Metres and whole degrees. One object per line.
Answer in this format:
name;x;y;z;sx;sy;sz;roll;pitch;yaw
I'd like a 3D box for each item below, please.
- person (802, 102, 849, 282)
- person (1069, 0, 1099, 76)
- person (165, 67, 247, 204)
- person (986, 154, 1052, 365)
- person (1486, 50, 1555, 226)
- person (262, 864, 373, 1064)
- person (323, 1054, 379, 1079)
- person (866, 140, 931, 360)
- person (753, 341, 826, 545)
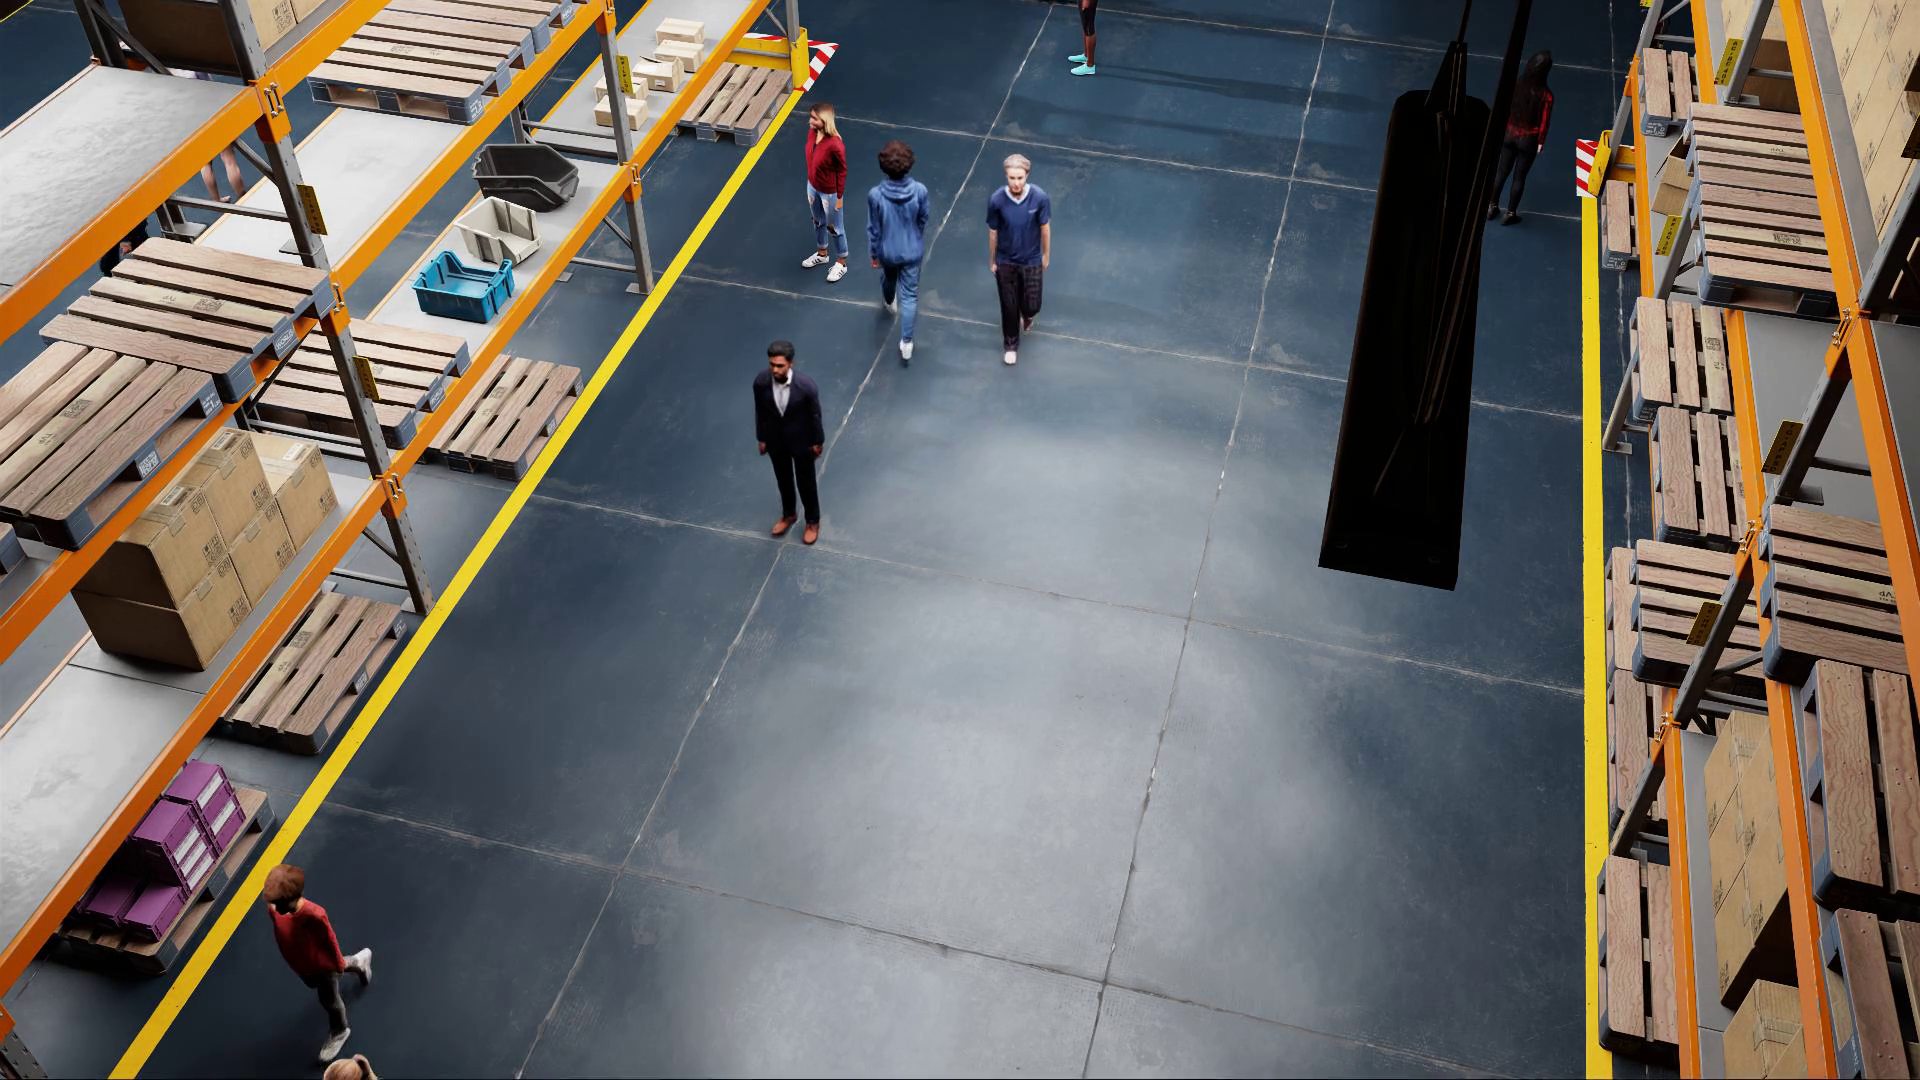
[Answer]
person;-1.150;-3.003;14.218;0.686;1.635;0.697;35;53;31
person;1.302;-5.572;16.851;0.685;1.723;0.570;-1;44;-1
person;-6.769;-3.750;14.906;0.606;1.768;0.595;5;44;5
person;0.459;-2.296;13.317;0.769;1.855;0.852;0;44;0
person;4.993;-3.570;14.797;0.670;1.658;0.662;-34;53;-31
person;-3.452;2.180;8.945;0.582;1.405;0.861;15;46;15
person;-2.923;2.904;8.292;0.647;1.257;0.935;23;48;22
person;-0.472;-2.291;13.378;0.890;1.764;1.264;-2;44;-2
person;-1.195;-0.718;11.757;0.643;1.722;0.540;9;44;10
